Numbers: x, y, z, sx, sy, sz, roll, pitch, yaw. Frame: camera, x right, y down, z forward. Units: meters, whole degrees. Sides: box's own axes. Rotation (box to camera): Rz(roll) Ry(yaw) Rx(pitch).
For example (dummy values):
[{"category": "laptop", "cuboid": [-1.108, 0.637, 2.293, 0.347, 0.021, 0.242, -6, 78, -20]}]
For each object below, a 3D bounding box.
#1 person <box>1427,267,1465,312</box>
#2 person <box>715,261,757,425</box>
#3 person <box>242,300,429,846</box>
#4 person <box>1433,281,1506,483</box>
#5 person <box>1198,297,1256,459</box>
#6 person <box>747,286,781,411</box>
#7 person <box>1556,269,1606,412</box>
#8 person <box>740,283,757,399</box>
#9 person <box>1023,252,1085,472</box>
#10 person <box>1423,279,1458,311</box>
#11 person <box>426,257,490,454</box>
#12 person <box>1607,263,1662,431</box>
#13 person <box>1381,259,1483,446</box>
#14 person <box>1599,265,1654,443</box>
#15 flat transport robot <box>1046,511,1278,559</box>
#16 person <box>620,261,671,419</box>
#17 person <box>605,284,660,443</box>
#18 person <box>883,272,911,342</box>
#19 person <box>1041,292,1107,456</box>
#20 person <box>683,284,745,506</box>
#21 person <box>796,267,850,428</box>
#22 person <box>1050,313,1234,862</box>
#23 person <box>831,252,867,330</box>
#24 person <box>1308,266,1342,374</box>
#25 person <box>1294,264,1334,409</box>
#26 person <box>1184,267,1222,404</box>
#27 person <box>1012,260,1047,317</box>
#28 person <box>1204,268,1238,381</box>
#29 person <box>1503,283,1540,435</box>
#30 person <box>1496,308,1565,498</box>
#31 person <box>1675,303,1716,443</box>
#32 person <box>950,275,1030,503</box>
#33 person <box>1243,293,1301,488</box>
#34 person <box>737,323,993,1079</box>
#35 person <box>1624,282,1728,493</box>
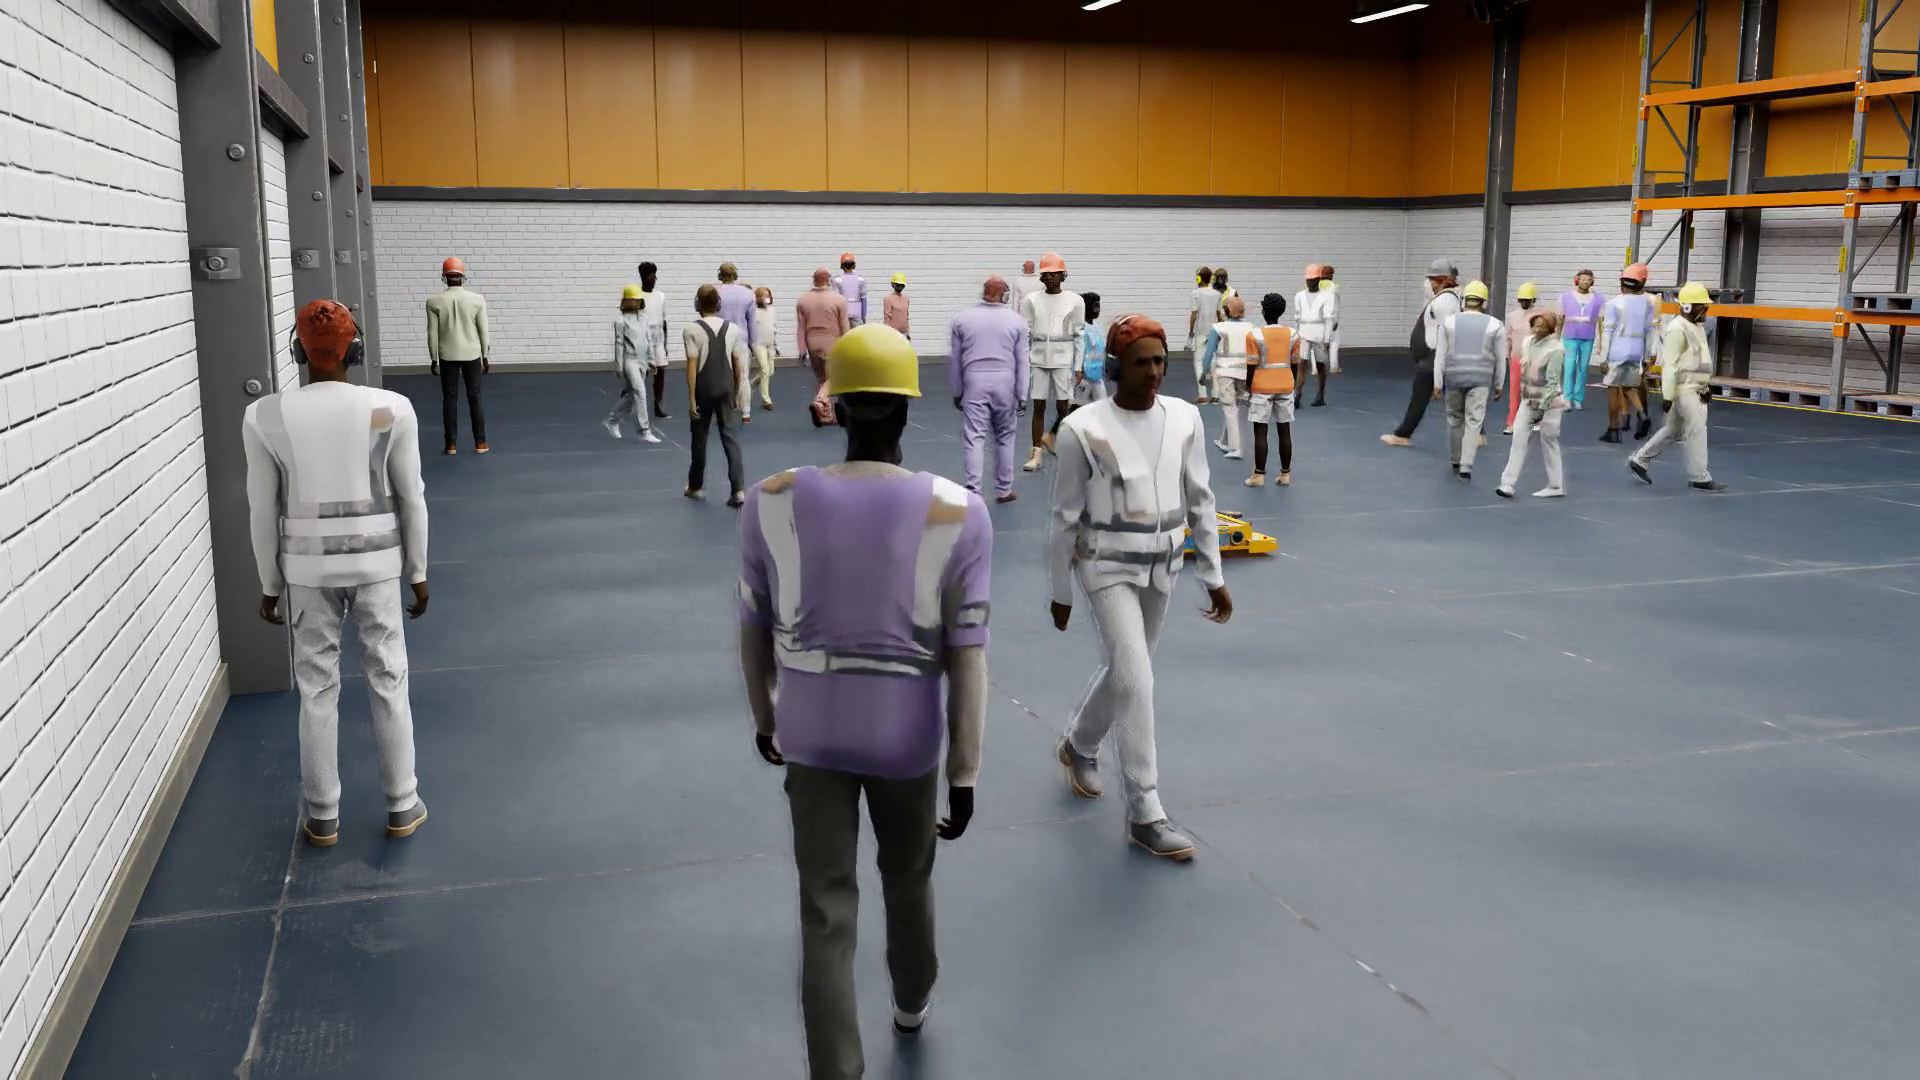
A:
[{"category": "person", "cuboid": [7.777, -3.418, 26.405, 0.683, 1.817, 0.666, -7, 12, -35]}, {"category": "person", "cuboid": [-2.717, -2.314, 19.674, 0.629, 1.940, 0.373, -3, 10, -17]}, {"category": "person", "cuboid": [-2.129, 0.122, 5.745, 0.574, 1.880, 0.356, -3, 10, -17]}, {"category": "person", "cuboid": [4.621, -1.436, 15.048, 0.607, 1.779, 0.918, 4, 11, 23]}, {"category": "person", "cuboid": [2.683, -1.628, 16.683, 0.530, 1.600, 0.850, -3, 10, -19]}, {"category": "person", "cuboid": [-2.618, -2.504, 21.701, 0.656, 1.615, 0.498, 7, 12, 36]}, {"category": "person", "cuboid": [7.968, -2.548, 21.346, 0.594, 1.825, 0.739, 2, 10, 13]}, {"category": "person", "cuboid": [-2.978, -2.760, 23.150, 0.386, 1.615, 0.527, 9, 13, 42]}, {"category": "person", "cuboid": [0.856, -1.650, 15.528, 0.605, 2.045, 0.377, 3, 10, 15]}, {"category": "person", "cuboid": [8.018, -3.732, 27.885, 0.629, 1.940, 0.373, -3, 10, -17]}, {"category": "person", "cuboid": [-5.101, -1.871, 16.947, 0.608, 1.996, 0.375, -3, 10, -17]}, {"category": "person", "cuboid": [7.720, -2.203, 19.058, 0.544, 1.927, 0.463, 8, 13, 39]}, {"category": "person", "cuboid": [5.047, -1.986, 17.482, 1.036, 2.000, 0.698, 5, 11, 28]}, {"category": "person", "cuboid": [7.135, -1.968, 17.745, 0.557, 1.918, 0.585, -2, 10, -14]}, {"category": "flat transport robot", "cuboid": [1.366, -0.035, 11.305, 1.431, 0.197, 0.652, -3, 10, -17]}, {"category": "person", "cuboid": [-3.896, -2.456, 20.517, 0.678, 1.942, 0.616, 9, 13, 41]}, {"category": "person", "cuboid": [-3.598, -1.926, 18.077, 0.818, 1.714, 0.486, 5, 11, 28]}, {"category": "person", "cuboid": [-0.896, -2.975, 24.010, 0.329, 1.765, 0.525, 8, 13, 39]}, {"category": "person", "cuboid": [1.208, -1.640, 16.567, 0.822, 1.665, 0.538, 5, 11, 26]}, {"category": "person", "cuboid": [-1.993, -1.177, 13.535, 0.527, 1.796, 0.979, -6, 11, -31]}, {"category": "person", "cuboid": [-1.605, -2.238, 19.397, 0.635, 1.883, 0.816, 4, 11, 23]}, {"category": "person", "cuboid": [0.566, 0.116, 5.902, 0.579, 1.849, 0.945, -6, 11, -31]}, {"category": "person", "cuboid": [-1.845, -3.732, 27.577, 0.606, 2.046, 0.369, -3, 10, -17]}, {"category": "person", "cuboid": [6.192, -3.709, 28.098, 0.641, 1.816, 0.747, 7, 12, 36]}, {"category": "person", "cuboid": [4.627, -2.667, 21.874, 0.567, 1.882, 0.978, 6, 12, 32]}, {"category": "person", "cuboid": [3.315, -2.752, 22.493, 0.602, 1.844, 0.456, -5, 11, -26]}, {"category": "person", "cuboid": [1.197, -3.918, 29.055, 0.640, 1.909, 0.409, -3, 10, -17]}, {"category": "person", "cuboid": [3.984, -3.302, 25.754, 0.617, 1.822, 0.797, 1, 10, 7]}, {"category": "person", "cuboid": [6.457, -2.062, 18.892, 0.533, 1.707, 0.938, 7, 12, 34]}, {"category": "person", "cuboid": [4.735, -1.109, 13.703, 0.738, 1.585, 0.558, -5, 11, -26]}, {"category": "person", "cuboid": [7.898, -1.864, 17.946, 0.497, 1.635, 0.286, -3, 10, -17]}, {"category": "person", "cuboid": [0.236, -1.189, 13.427, 0.663, 1.867, 0.691, 1, 10, 6]}, {"category": "person", "cuboid": [2.704, -1.294, 14.472, 0.532, 1.696, 0.319, -3, 10, -17]}, {"category": "person", "cuboid": [-0.221, 0.435, 3.946, 0.595, 1.871, 1.020, 0, 10, 0]}, {"category": "person", "cuboid": [6.228, -1.329, 14.394, 0.860, 1.799, 0.592, 7, 12, 35]}]
